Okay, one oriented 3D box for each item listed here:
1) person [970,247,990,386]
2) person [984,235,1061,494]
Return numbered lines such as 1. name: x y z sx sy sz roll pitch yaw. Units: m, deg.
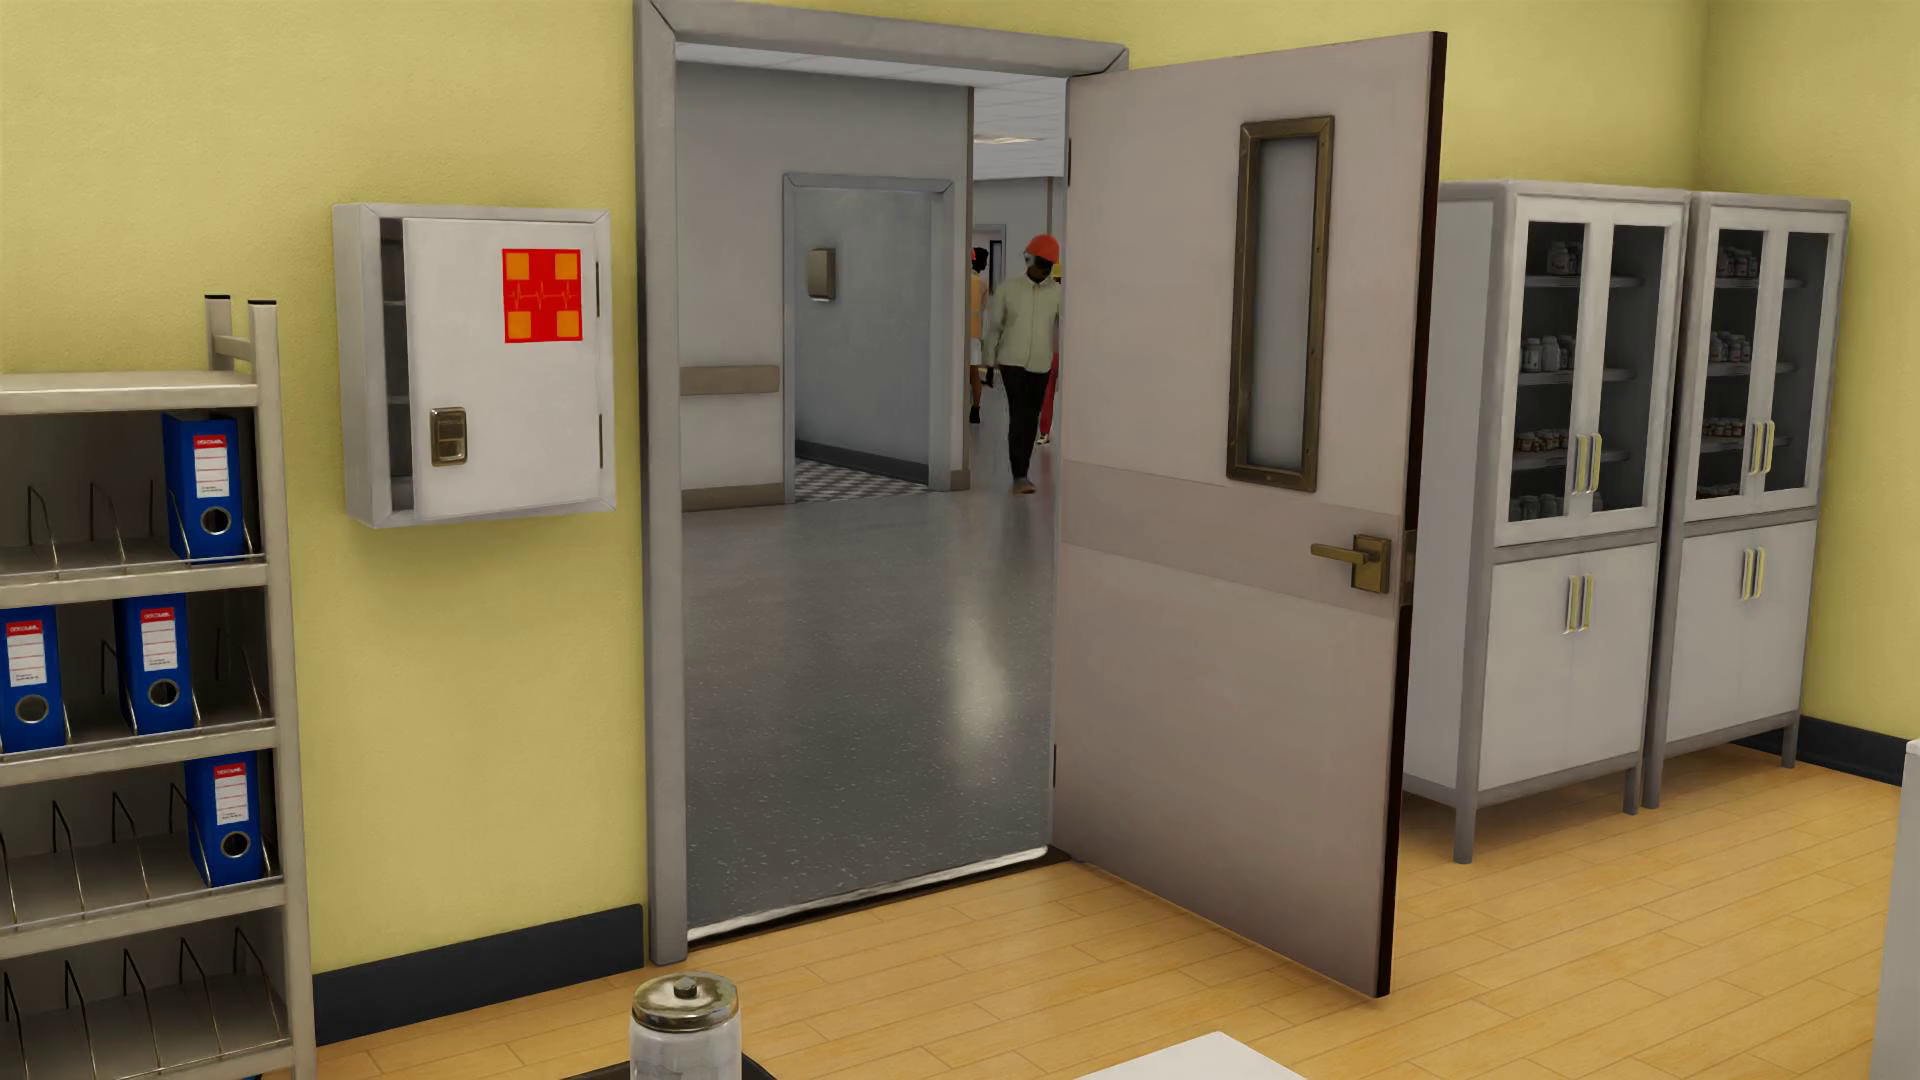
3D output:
1. person: 0.208 -3.133 23.372 0.386 1.952 0.615 -1 10 -11
2. person: 0.527 -1.309 12.506 0.639 1.936 0.916 -2 10 -14
